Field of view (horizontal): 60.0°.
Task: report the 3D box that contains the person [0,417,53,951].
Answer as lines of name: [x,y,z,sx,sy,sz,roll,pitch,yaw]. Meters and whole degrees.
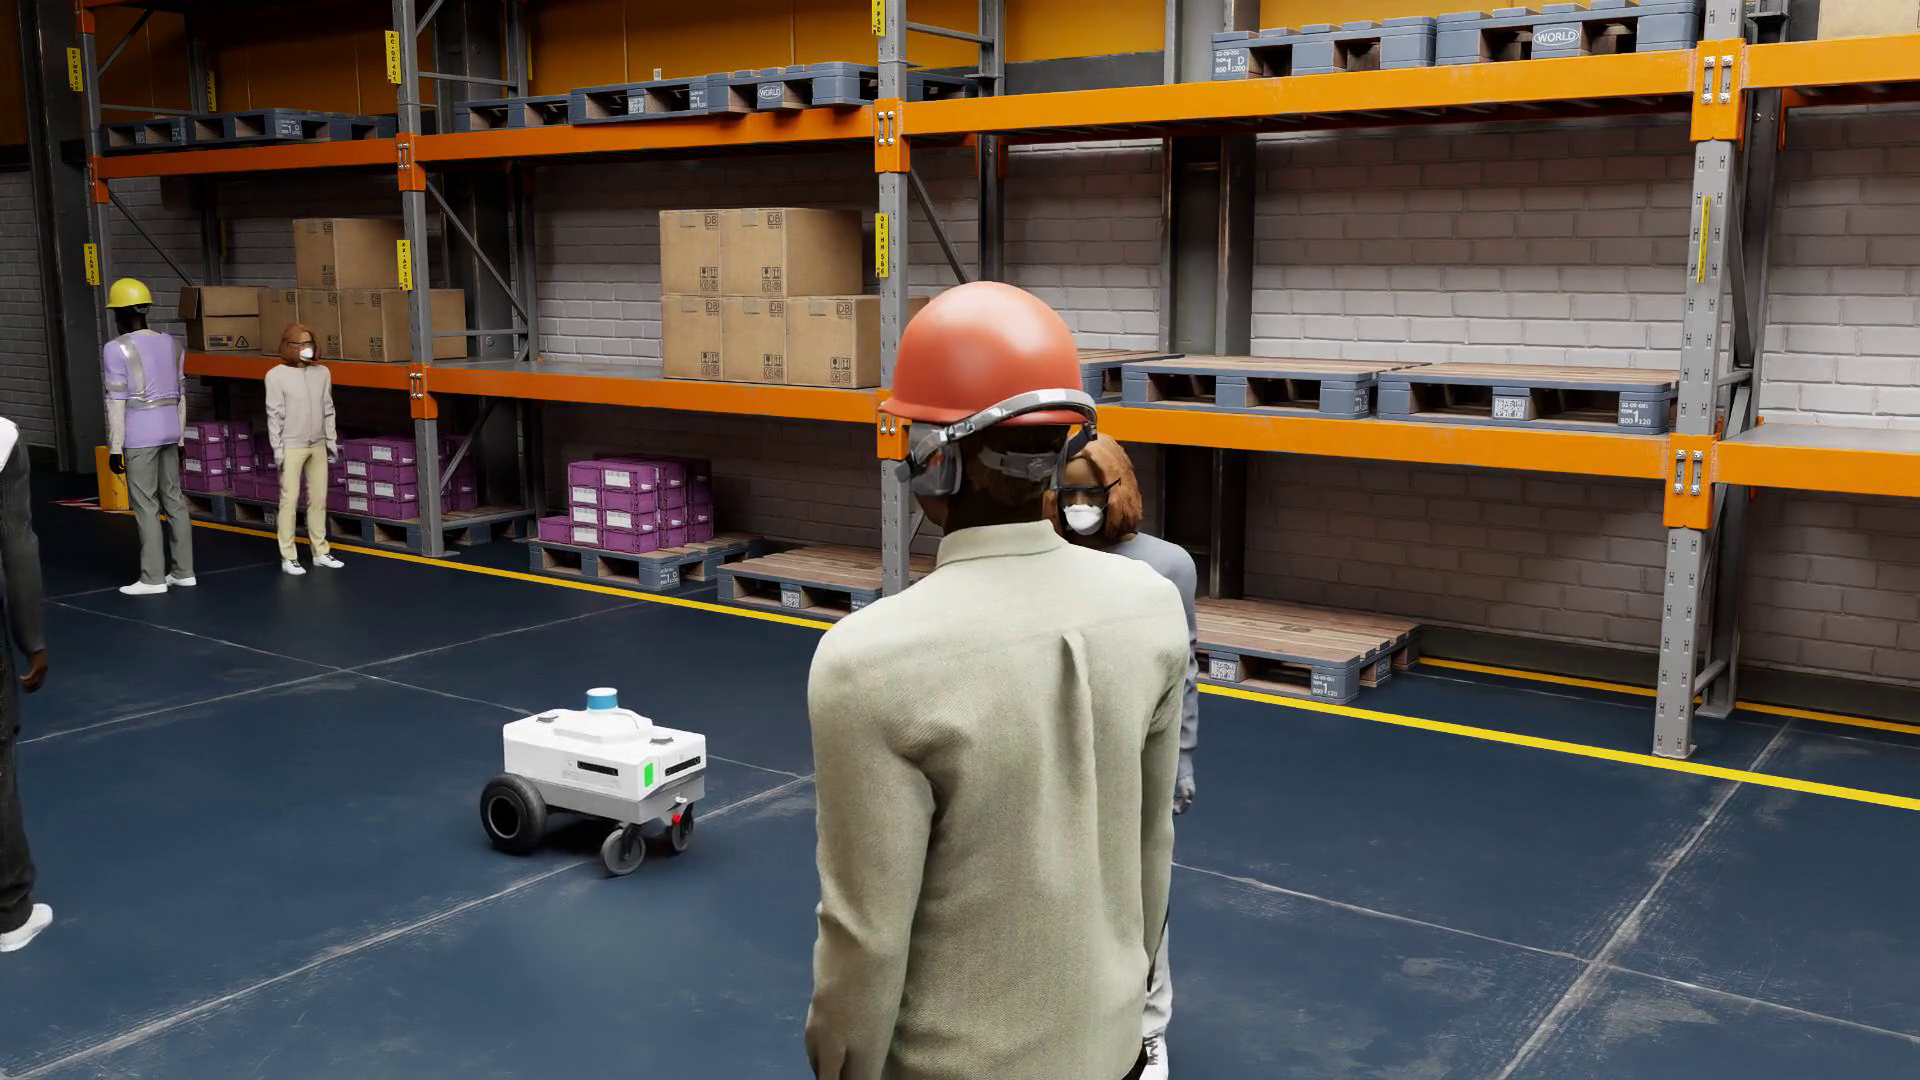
person: [-2.973,0.273,4.801,0.616,1.912,0.396,-3,10,-15]

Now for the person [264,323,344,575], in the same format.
person: [-4.260,-0.590,10.797,0.283,1.626,0.504,5,11,29]

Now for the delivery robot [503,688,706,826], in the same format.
delivery robot: [-1.218,0.751,5.705,0.707,0.478,0.477,5,11,30]

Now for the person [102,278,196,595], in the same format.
person: [-4.965,-0.625,10.136,0.401,1.918,0.588,3,10,16]

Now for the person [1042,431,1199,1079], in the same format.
person: [0.327,0.537,4.085,0.507,1.623,0.290,2,10,12]

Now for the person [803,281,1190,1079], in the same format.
person: [0.041,0.664,2.221,0.612,1.995,0.382,-9,13,-42]
